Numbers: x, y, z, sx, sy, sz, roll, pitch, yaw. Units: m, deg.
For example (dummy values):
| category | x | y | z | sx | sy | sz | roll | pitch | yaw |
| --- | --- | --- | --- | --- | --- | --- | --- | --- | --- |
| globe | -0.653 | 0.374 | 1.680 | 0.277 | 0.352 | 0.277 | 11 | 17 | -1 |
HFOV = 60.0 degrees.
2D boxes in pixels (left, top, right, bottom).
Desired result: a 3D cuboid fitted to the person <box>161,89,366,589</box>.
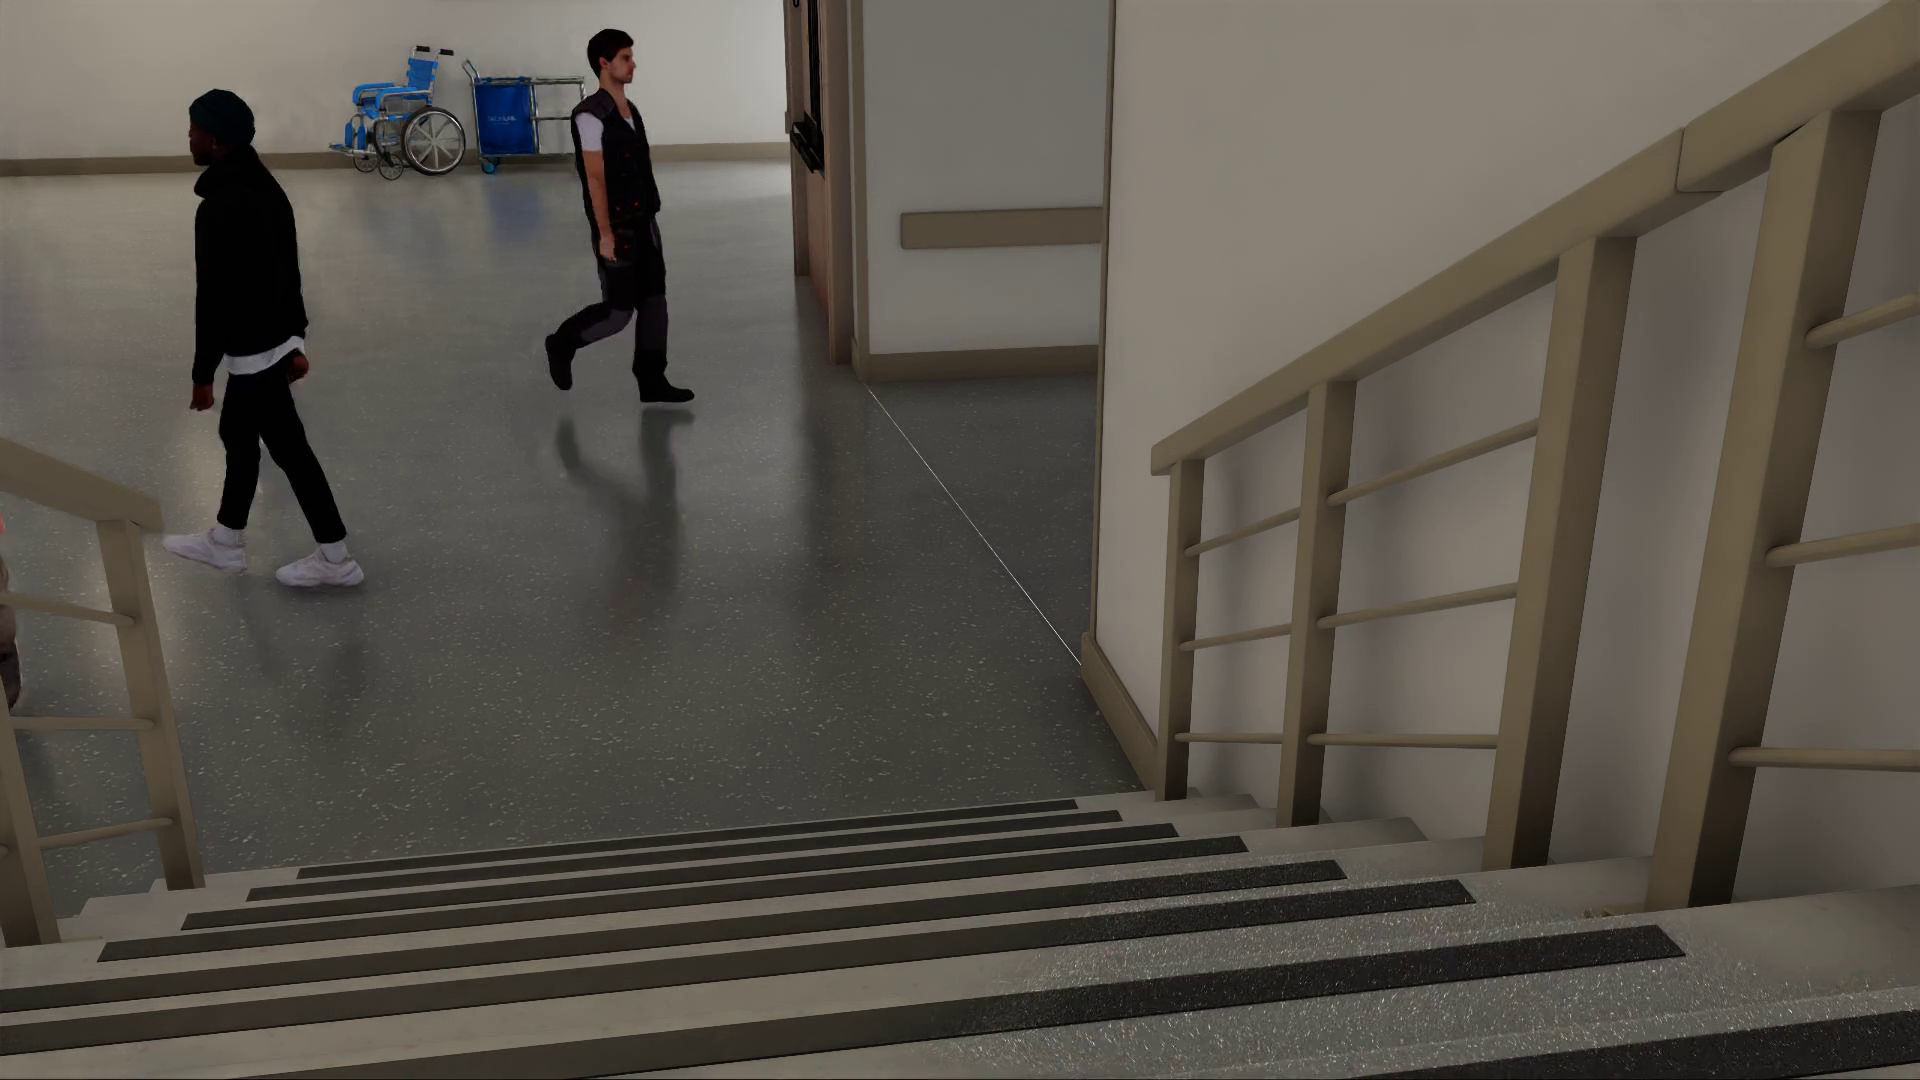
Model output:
| category | x | y | z | sx | sy | sz | roll | pitch | yaw |
| --- | --- | --- | --- | --- | --- | --- | --- | --- | --- |
| person | -2.405 | -0.668 | 5.936 | 0.823 | 1.796 | 0.976 | -1 | 21 | -3 |

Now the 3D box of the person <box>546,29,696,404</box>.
| category | x | y | z | sx | sy | sz | roll | pitch | yaw |
| --- | --- | --- | --- | --- | --- | --- | --- | --- | --- |
| person | -1.751 | -1.548 | 8.209 | 1.007 | 1.832 | 1.038 | 7 | 22 | 17 |
